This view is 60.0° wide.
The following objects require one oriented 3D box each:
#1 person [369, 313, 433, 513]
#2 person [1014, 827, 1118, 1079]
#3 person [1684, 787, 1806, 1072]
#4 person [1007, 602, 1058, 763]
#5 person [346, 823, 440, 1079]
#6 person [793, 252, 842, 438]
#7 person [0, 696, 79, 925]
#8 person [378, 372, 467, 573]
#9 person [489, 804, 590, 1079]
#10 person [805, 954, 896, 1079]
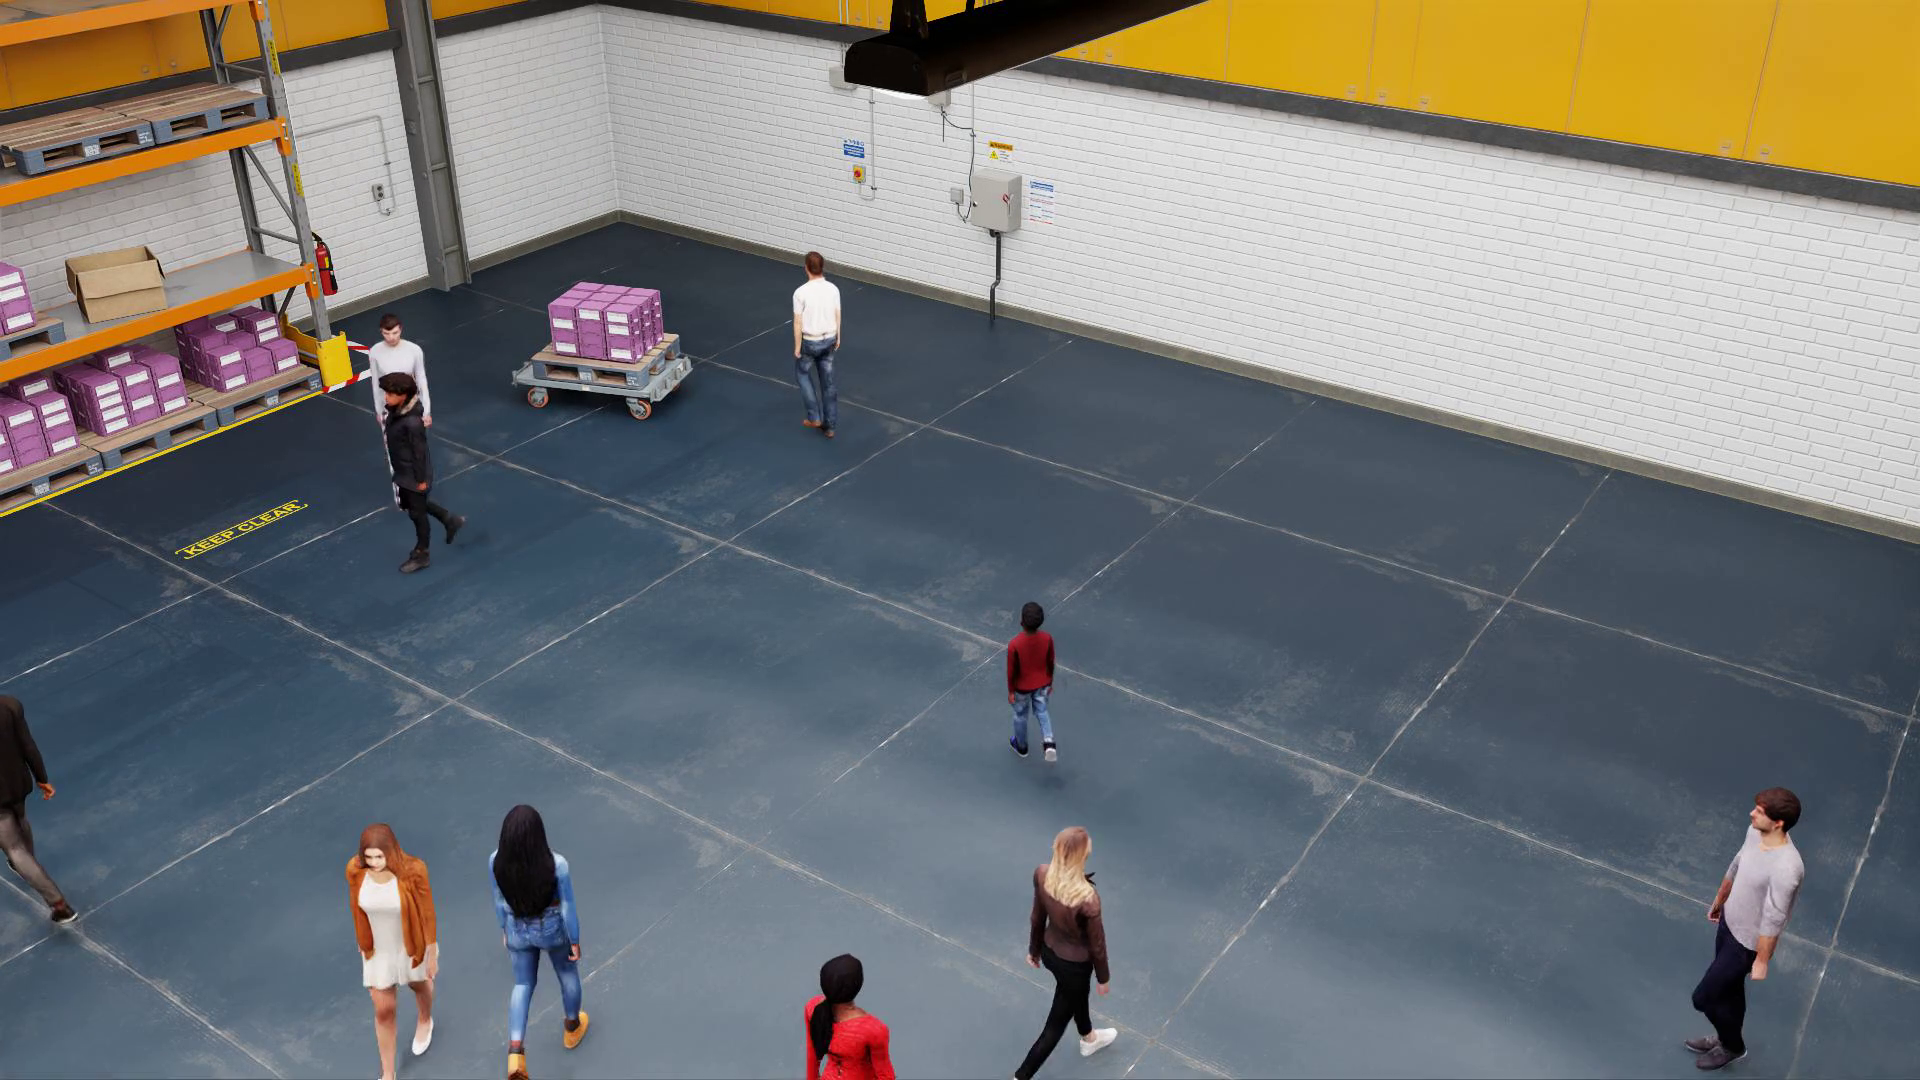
[{"bbox_3d":[-5.000,-1.203,14.935,1.164,1.800,1.152,-7,29,-13],"label":"person"},{"bbox_3d":[0.505,2.266,8.715,1.191,1.666,0.847,-20,35,-33],"label":"person"},{"bbox_3d":[4.280,2.102,8.845,0.856,1.831,0.737,4,29,7],"label":"person"},{"bbox_3d":[0.505,1.010,11.457,0.729,1.245,0.747,-12,31,-20],"label":"person"},{"bbox_3d":[-3.008,2.113,8.978,0.944,1.683,1.039,-1,29,-1],"label":"person"},{"bbox_3d":[-1.334,-1.851,16.085,0.765,1.838,0.870,-15,32,-26],"label":"person"},{"bbox_3d":[-5.684,1.558,9.921,0.769,1.754,1.150,16,32,27],"label":"person"},{"bbox_3d":[-4.504,-0.606,13.875,0.986,1.767,0.784,-21,35,-33],"label":"person"},{"bbox_3d":[-2.266,2.180,8.847,0.908,1.692,1.082,3,29,5],"label":"person"},{"bbox_3d":[-0.578,2.723,7.781,0.619,1.760,1.054,20,34,32],"label":"person"}]
